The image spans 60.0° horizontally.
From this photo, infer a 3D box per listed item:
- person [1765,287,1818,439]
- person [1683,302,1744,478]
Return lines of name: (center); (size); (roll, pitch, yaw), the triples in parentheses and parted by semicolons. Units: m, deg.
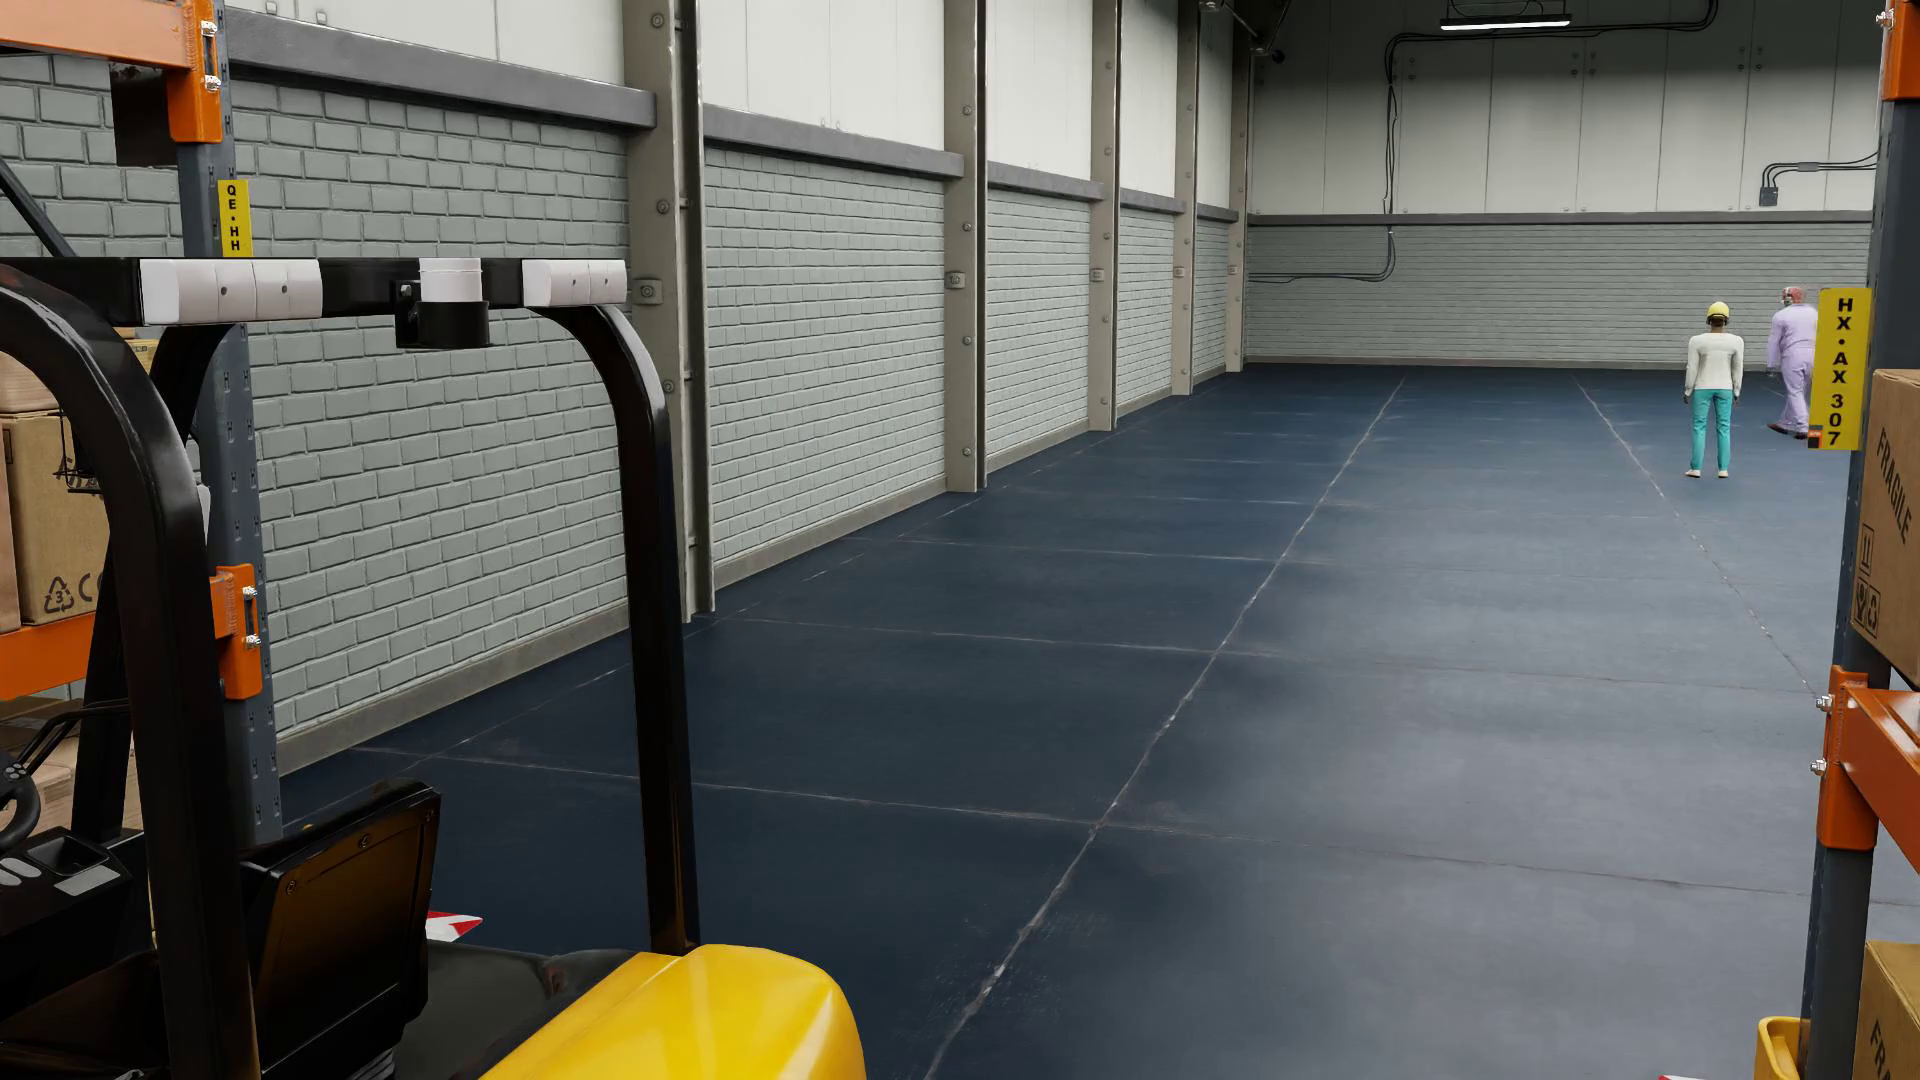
person: (10.290, -2.183, 20.508); (0.671, 1.855, 0.997); (-2, 10, -9)
person: (7.542, -1.498, 16.676); (0.535, 1.767, 0.317); (2, 10, 12)
